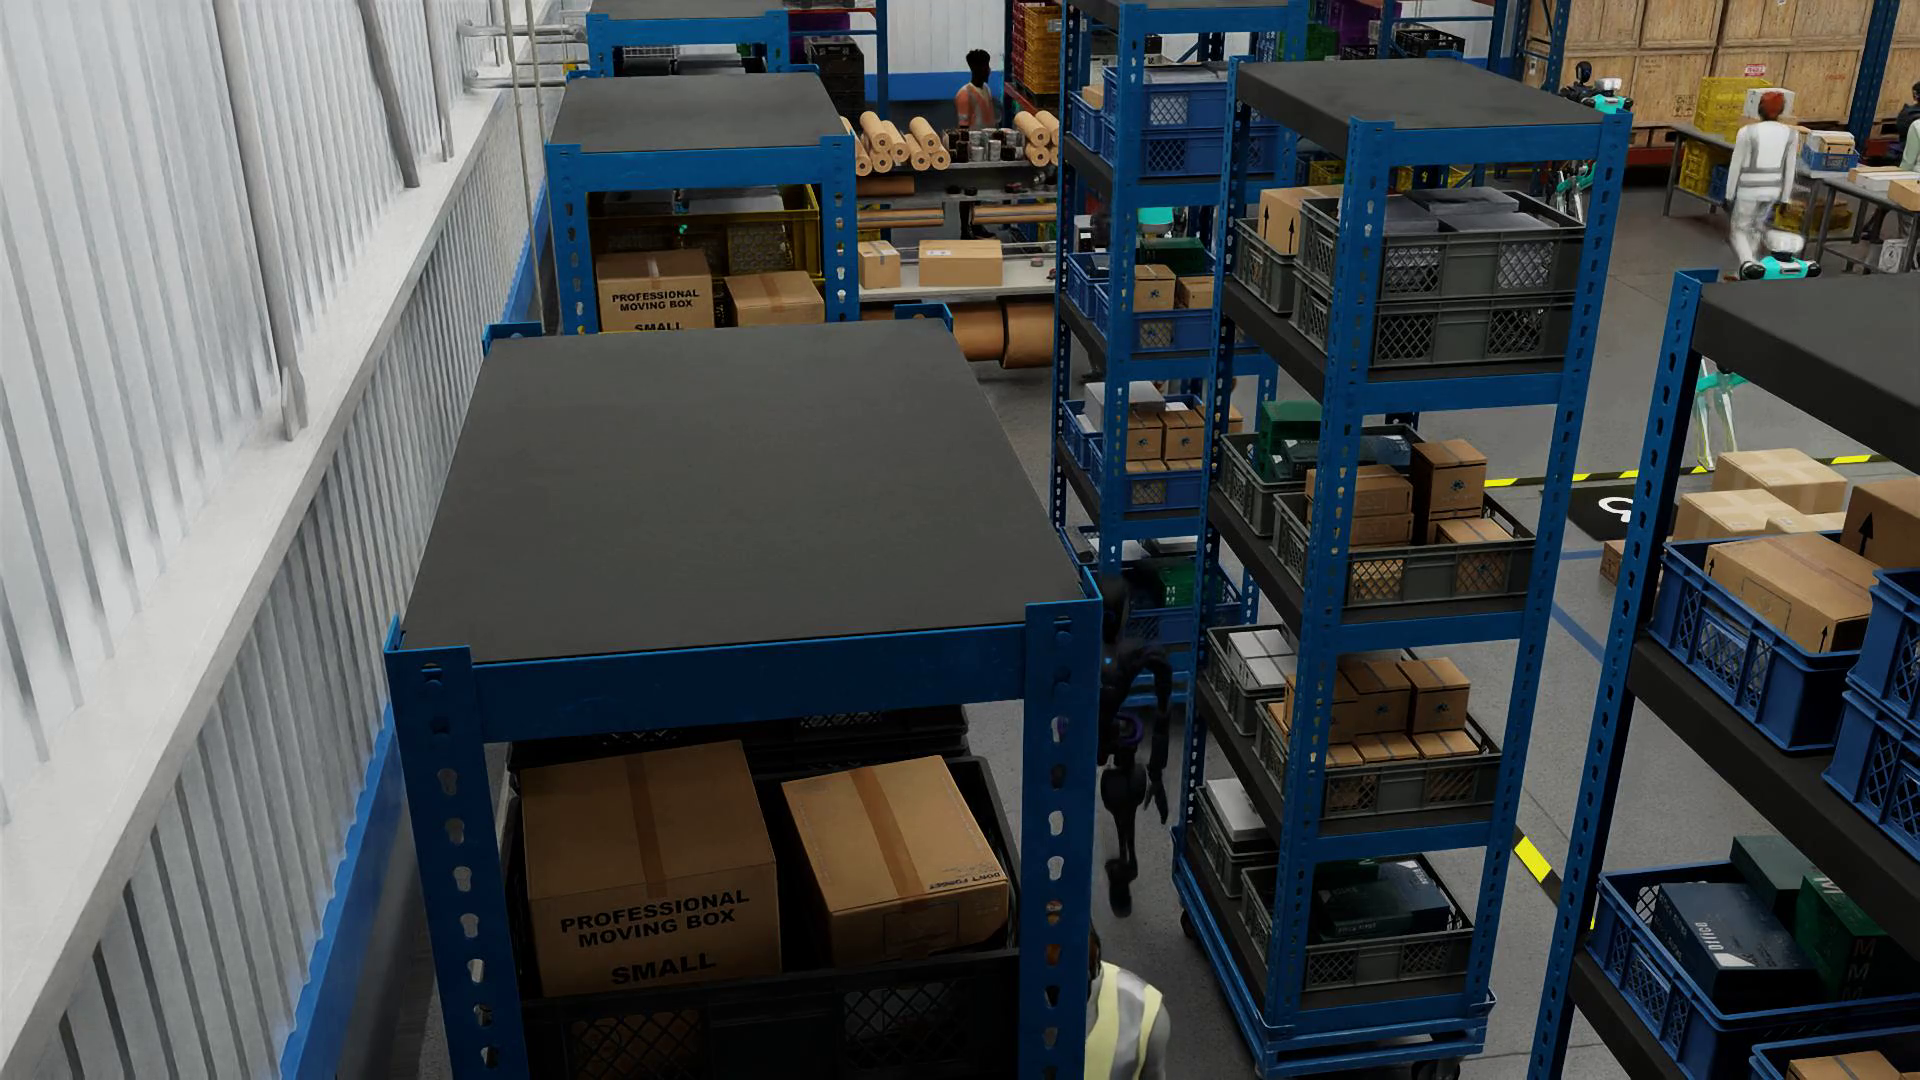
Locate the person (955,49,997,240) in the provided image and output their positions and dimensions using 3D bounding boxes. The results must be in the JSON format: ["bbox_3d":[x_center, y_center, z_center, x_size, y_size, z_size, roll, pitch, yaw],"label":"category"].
[{"bbox_3d":[0.173,-4.000,16.964,0.368,1.966,0.602,11,27,23],"label":"person"}]

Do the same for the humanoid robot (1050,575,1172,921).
[{"bbox_3d":[0.548,0.887,6.682,0.584,1.641,0.431,1,25,3],"label":"humanoid robot"}]

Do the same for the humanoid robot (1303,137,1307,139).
[{"bbox_3d":[4.128,-4.630,18.671,0.830,1.829,0.548,-13,28,-26],"label":"humanoid robot"}]

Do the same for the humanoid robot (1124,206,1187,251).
[{"bbox_3d":[1.539,-2.475,13.761,0.533,1.677,0.735,-4,25,-8],"label":"humanoid robot"}]

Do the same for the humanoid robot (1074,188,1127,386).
[{"bbox_3d":[1.108,-2.042,13.039,0.362,1.649,0.588,0,25,0],"label":"humanoid robot"}]

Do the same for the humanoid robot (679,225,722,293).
[{"bbox_3d":[-2.027,-1.931,12.580,0.533,1.677,0.735,-4,25,-8],"label":"humanoid robot"}]

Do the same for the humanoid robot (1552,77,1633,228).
[{"bbox_3d":[6.263,-3.823,16.690,0.533,1.677,0.735,-4,25,-8],"label":"humanoid robot"}]

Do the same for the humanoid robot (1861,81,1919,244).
[{"bbox_3d":[9.587,-3.873,17.028,0.372,1.642,0.601,8,26,18],"label":"humanoid robot"}]

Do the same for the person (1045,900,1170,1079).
[{"bbox_3d":[0.248,1.757,4.599,0.632,1.840,0.429,2,25,3],"label":"person"}]

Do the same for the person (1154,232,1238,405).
[{"bbox_3d":[1.535,-1.099,10.799,0.587,1.847,0.396,-3,25,-7],"label":"person"}]

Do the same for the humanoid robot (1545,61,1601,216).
[{"bbox_3d":[6.645,-4.346,18.043,0.599,1.657,0.315,-4,25,-8],"label":"humanoid robot"}]

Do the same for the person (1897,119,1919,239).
[{"bbox_3d":[8.985,-3.293,15.447,0.603,1.949,0.386,1,25,2],"label":"person"}]

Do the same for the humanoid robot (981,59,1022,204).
[{"bbox_3d":[0.388,-4.485,18.296,0.900,1.766,0.545,3,25,7],"label":"humanoid robot"}]

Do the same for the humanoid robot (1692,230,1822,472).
[{"bbox_3d":[5.264,-1.306,11.223,0.533,1.673,0.735,-4,25,-8],"label":"humanoid robot"}]

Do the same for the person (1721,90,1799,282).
[{"bbox_3d":[7.345,-3.157,15.246,0.592,1.867,0.675,-2,25,-5],"label":"person"}]

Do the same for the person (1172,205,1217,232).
[{"bbox_3d":[2.195,-3.307,15.369,0.613,2.040,0.389,-4,25,-9],"label":"person"}]
